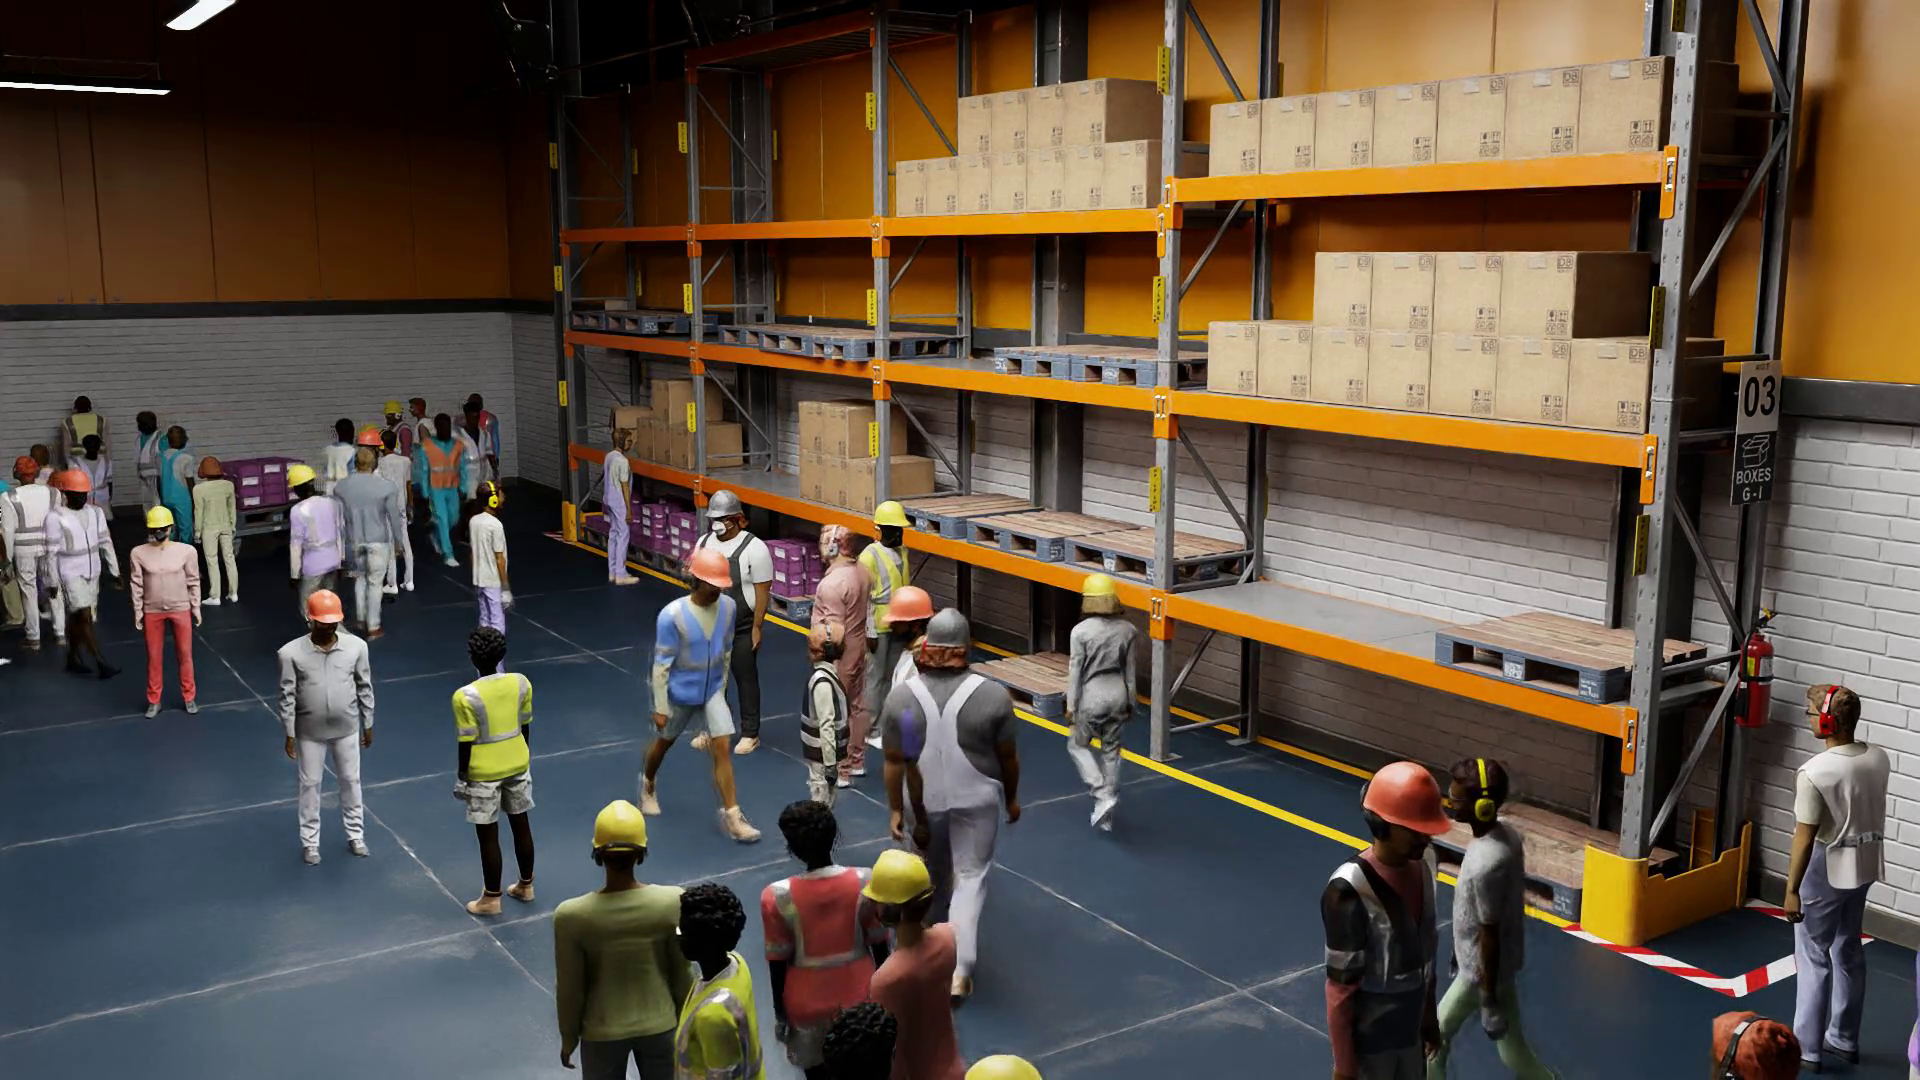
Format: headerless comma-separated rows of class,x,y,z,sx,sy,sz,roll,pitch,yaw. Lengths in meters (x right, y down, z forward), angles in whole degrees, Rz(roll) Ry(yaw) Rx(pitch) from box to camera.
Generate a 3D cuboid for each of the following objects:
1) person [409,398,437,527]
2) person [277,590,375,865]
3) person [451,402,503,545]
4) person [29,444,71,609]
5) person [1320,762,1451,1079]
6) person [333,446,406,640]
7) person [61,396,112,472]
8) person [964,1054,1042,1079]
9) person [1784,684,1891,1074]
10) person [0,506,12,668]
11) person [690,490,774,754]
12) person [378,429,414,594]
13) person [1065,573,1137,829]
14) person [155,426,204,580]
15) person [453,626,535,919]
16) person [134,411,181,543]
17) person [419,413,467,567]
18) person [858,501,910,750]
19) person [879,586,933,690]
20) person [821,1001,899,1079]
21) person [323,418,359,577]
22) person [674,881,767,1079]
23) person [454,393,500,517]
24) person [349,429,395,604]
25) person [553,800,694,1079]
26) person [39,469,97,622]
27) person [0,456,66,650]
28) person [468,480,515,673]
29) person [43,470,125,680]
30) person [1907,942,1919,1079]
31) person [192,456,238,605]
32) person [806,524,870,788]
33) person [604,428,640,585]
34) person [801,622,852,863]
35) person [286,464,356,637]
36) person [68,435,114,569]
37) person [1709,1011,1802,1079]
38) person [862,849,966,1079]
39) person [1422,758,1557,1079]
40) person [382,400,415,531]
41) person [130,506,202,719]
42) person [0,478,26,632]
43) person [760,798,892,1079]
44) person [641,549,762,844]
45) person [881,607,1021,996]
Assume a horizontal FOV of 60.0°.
person,-7.537,-1.099,23.514,0.406,1.829,0.576,-3,10,-15
person,-3.963,1.165,10.453,0.569,1.744,0.350,-5,11,-29
person,-6.284,-0.838,21.709,1.004,1.912,0.632,6,11,32
person,-9.776,-0.137,17.934,0.940,1.807,0.521,5,11,26
person,1.562,1.775,6.038,0.617,2.029,0.409,-9,13,-42
person,-5.878,0.022,16.631,0.637,1.918,0.602,1,10,5
person,-12.393,-1.129,23.633,0.622,1.844,0.429,-6,12,-33
person,0.119,2.169,4.105,0.597,1.898,0.786,-2,10,-14
person,4.065,1.582,7.744,0.560,1.836,0.394,-5,11,-27
person,-9.090,0.293,15.347,0.871,1.810,0.687,9,13,43
person,-1.802,0.623,12.758,0.684,2.000,0.538,5,11,25
person,-6.430,-0.327,18.837,0.328,1.872,0.511,7,12,36
person,0.940,1.079,11.001,0.519,1.718,0.449,-4,11,-24
person,-9.154,-0.419,19.489,0.522,1.835,0.364,2,10,10
person,-2.689,1.331,9.610,0.321,1.697,0.530,7,12,37
person,-10.429,-0.783,21.645,0.641,1.825,0.564,5,11,28
person,-6.426,-0.642,20.615,0.735,1.898,0.598,9,13,43
person,-0.559,0.648,12.943,0.379,1.928,0.585,5,11,29
person,-0.283,1.217,9.591,0.385,1.933,0.578,-2,10,-14
person,-0.264,2.153,4.785,0.534,1.698,0.322,-1,10,-4
person,-7.284,-0.492,19.697,0.607,1.909,0.493,7,12,35
person,-0.818,1.995,5.715,0.322,1.696,0.536,-1,10,-4
person,-7.011,-1.216,24.181,0.630,1.835,0.432,-3,10,-15
person,-6.445,-0.251,18.230,0.386,1.929,0.543,-9,13,-42
person,-1.272,1.856,6.331,0.526,1.768,0.331,-3,10,-19
person,-9.351,0.061,17.345,0.779,1.596,0.505,4,10,23
person,-8.997,0.121,16.165,0.341,1.882,0.587,7,12,36
person,-4.083,0.415,14.556,0.406,1.872,0.575,-9,13,-44
person,-7.839,0.313,14.987,0.938,1.893,0.562,4,11,24
person,3.697,1.948,6.154,0.514,1.642,0.314,-5,11,-27
person,-8.153,-0.103,18.215,0.276,1.633,0.507,6,11,31
person,-0.905,0.830,11.965,0.453,1.902,0.685,3,10,16
person,-3.943,-0.389,19.321,0.353,1.835,0.518,-7,12,-36
person,-0.800,1.298,9.982,0.307,1.637,0.525,-1,10,-7
person,-5.931,0.237,15.439,0.560,1.897,0.633,3,10,15
person,-10.564,-0.459,20.232,0.563,1.637,0.913,-8,12,-38
person,2.036,2.139,4.341,0.576,1.880,0.352,-4,10,-21
person,-0.213,1.939,5.982,0.940,1.718,0.533,7,12,34
person,2.188,1.757,6.766,0.974,1.820,0.531,7,12,34
person,-7.811,-1.033,23.130,0.403,1.824,0.596,-8,12,-38
person,-6.557,0.590,13.756,0.523,1.769,0.324,-4,10,-21
person,-9.752,0.017,16.936,0.384,1.835,0.561,-5,11,-28
person,-0.507,1.859,6.601,0.531,1.669,0.707,-3,10,-16
person,-1.791,0.982,11.025,0.629,1.939,1.233,-8,13,-40
person,-0.040,1.317,8.689,0.690,2.000,0.884,2,10,11
